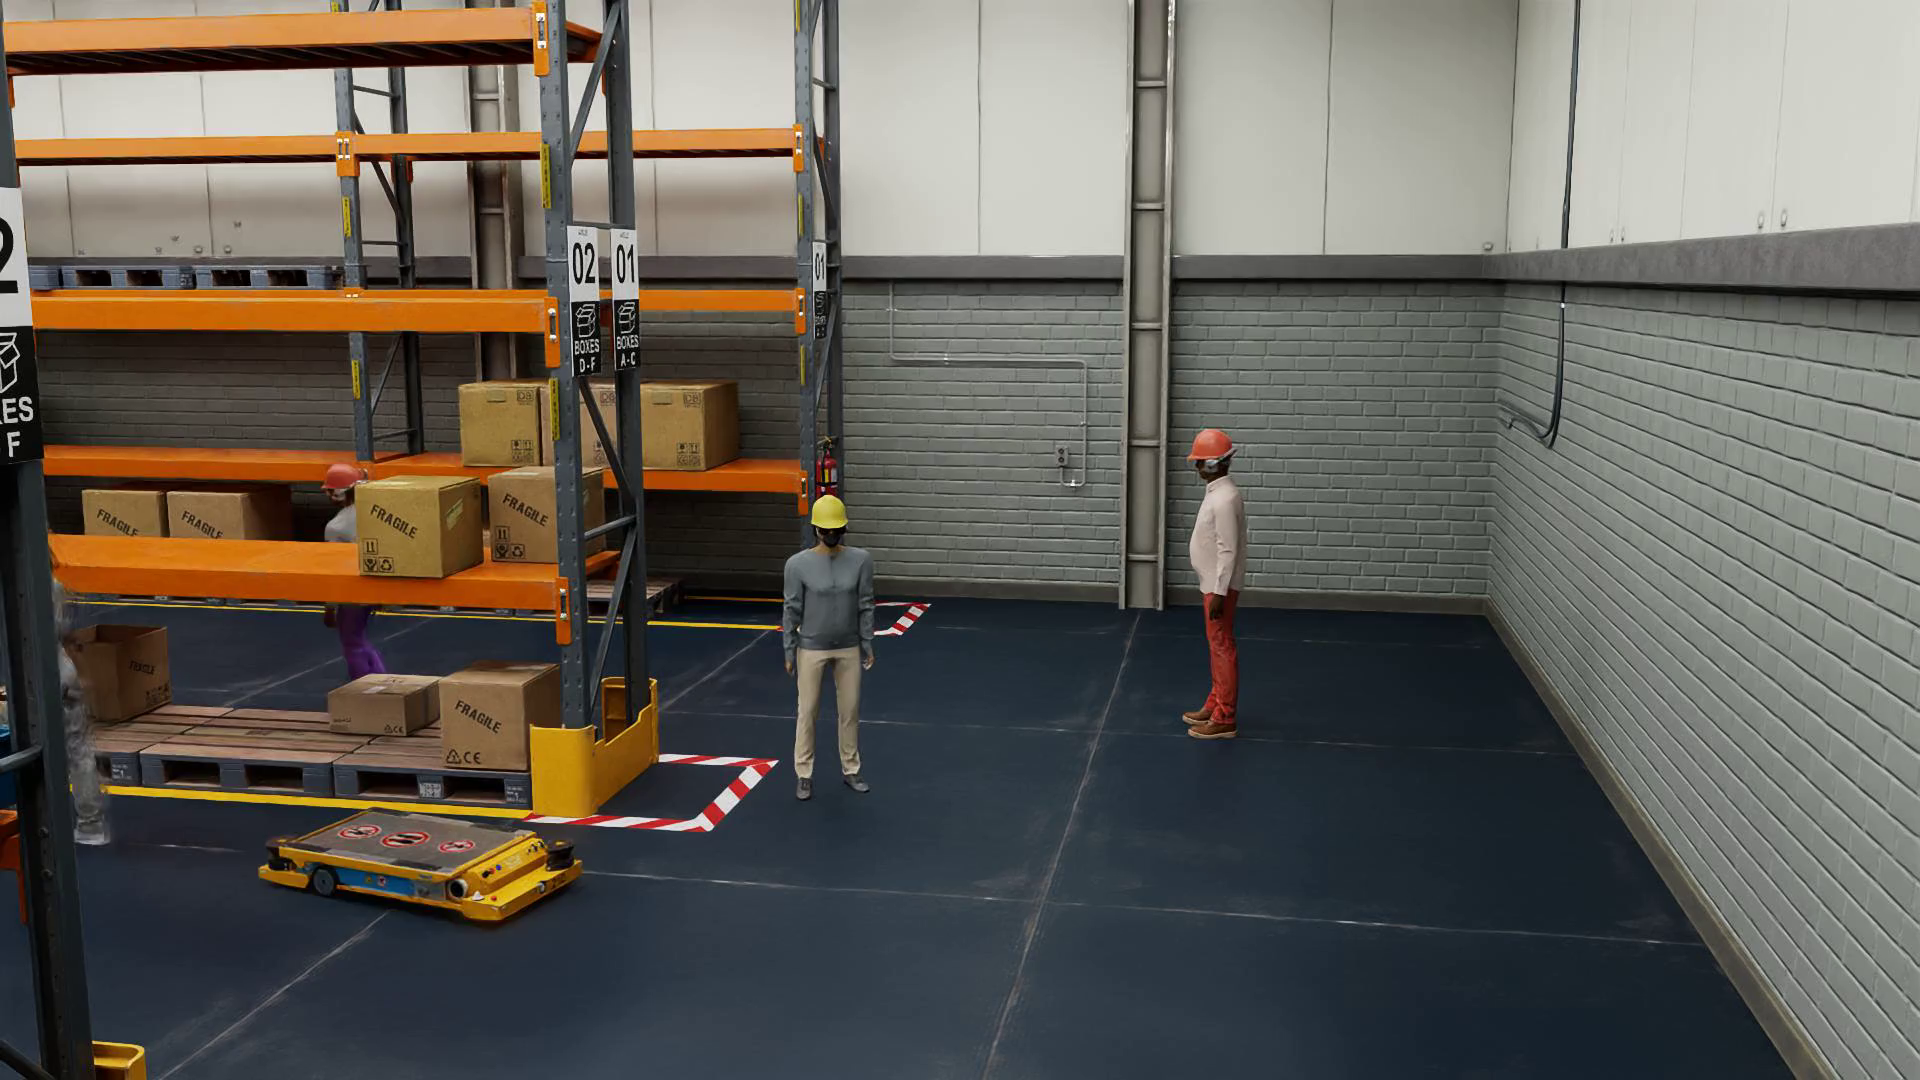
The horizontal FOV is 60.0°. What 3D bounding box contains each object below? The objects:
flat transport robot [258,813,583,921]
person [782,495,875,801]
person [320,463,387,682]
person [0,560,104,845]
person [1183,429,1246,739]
[{"bbox_3d":[-2.628,1.556,8.105,1.431,0.197,0.652,4,10,22],"label":"flat transport robot"},{"bbox_3d":[-0.739,0.609,9.411,0.540,1.755,0.377,-4,10,-22],"label":"person"},{"bbox_3d":[-4.029,0.352,11.013,0.372,1.737,0.587,2,9,10],"label":"person"},{"bbox_3d":[-4.801,0.756,8.570,0.695,1.709,0.513,1,9,5],"label":"person"},{"bbox_3d":[1.639,0.280,10.706,0.392,1.988,0.609,1,9,5],"label":"person"}]
